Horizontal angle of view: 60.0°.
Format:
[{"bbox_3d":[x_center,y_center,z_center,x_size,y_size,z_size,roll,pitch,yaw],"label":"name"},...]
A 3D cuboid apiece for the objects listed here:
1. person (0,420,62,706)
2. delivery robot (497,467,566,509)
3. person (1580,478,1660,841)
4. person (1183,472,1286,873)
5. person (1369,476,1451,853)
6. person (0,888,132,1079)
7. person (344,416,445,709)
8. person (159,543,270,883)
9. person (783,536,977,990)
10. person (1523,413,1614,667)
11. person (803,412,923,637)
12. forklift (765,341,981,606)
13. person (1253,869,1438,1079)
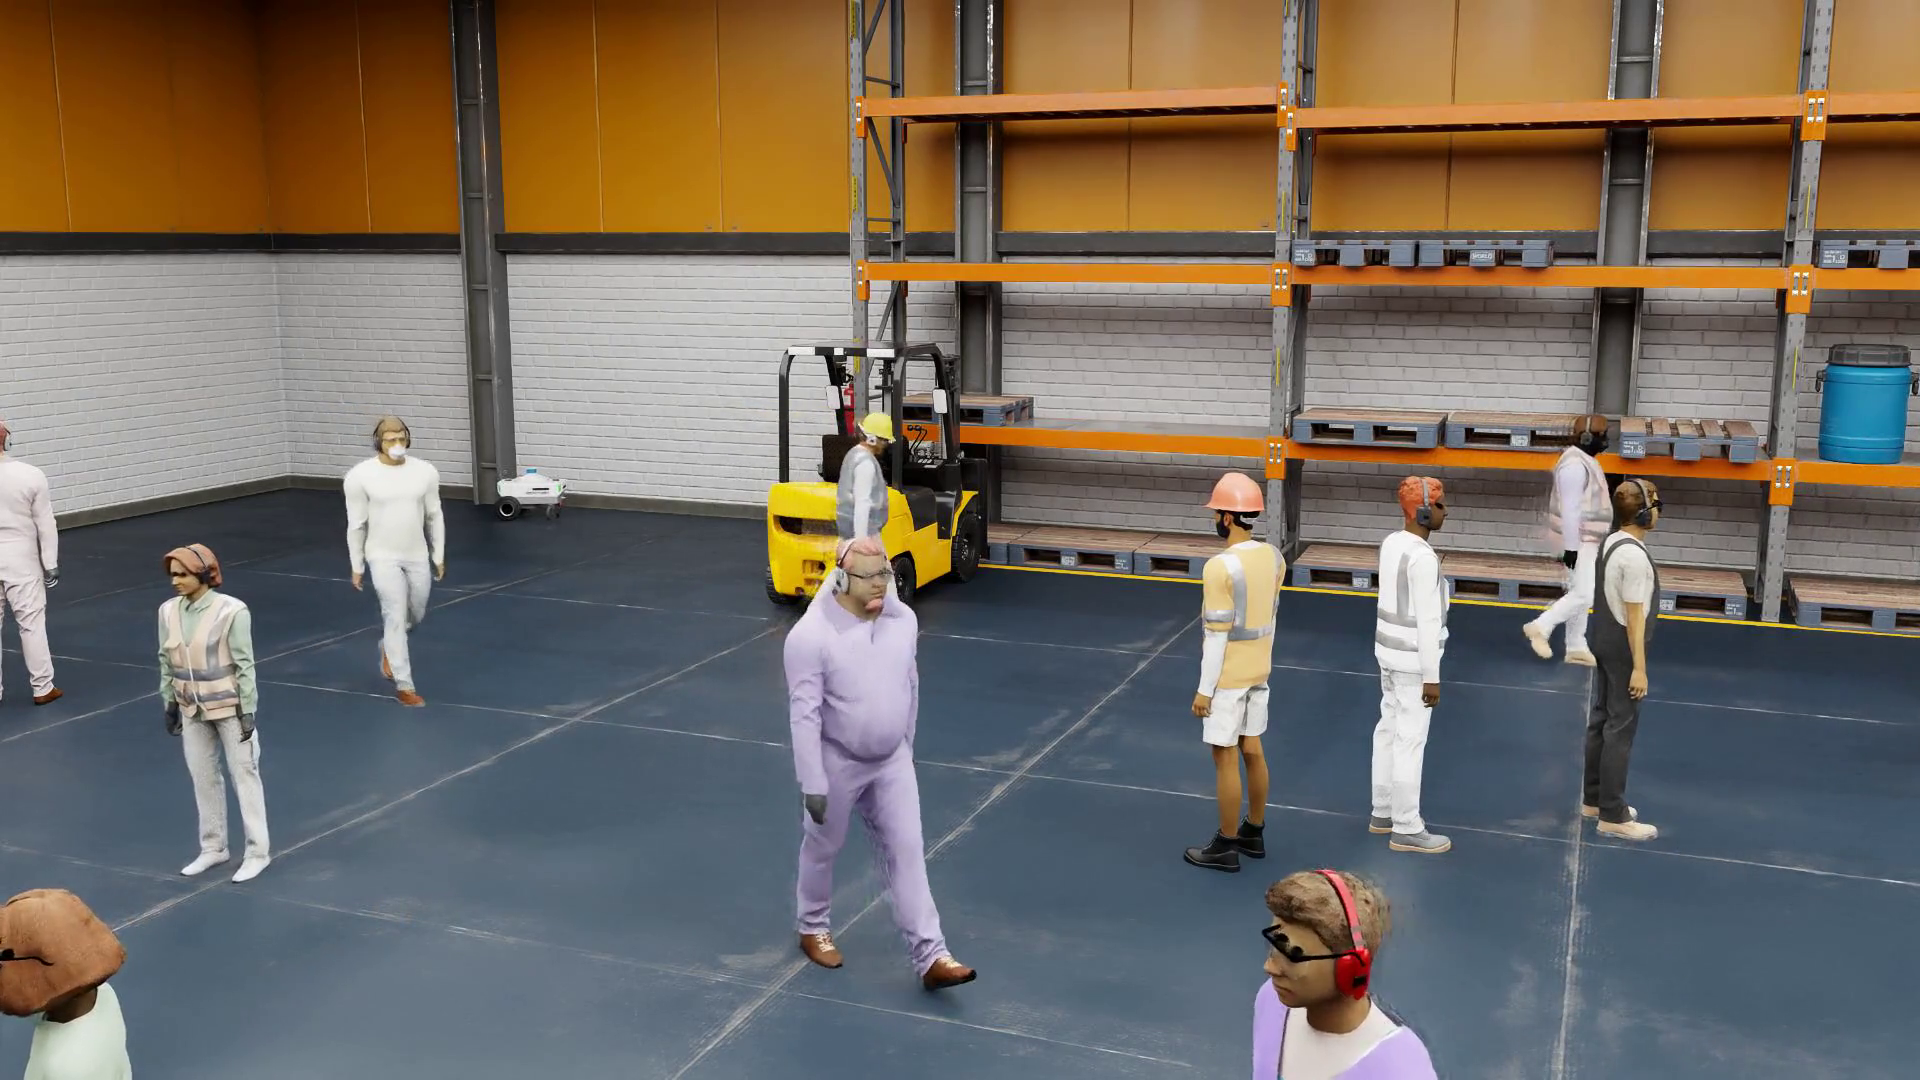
[{"bbox_3d":[-6.227,0.154,10.836,0.654,1.905,0.408,-4,11,-21],"label":"person"},{"bbox_3d":[-4.701,-0.555,18.289,0.707,0.478,0.477,-1,10,-3],"label":"delivery robot"},{"bbox_3d":[3.407,0.602,8.512,0.341,1.846,0.510,1,10,4],"label":"person"},{"bbox_3d":[1.319,0.638,8.054,0.355,1.938,0.545,9,14,42],"label":"person"},{"bbox_3d":[2.265,0.615,8.334,0.354,1.883,0.576,-1,10,-7],"label":"person"},{"bbox_3d":[-1.968,1.562,3.755,0.283,1.631,0.503,-5,11,-25],"label":"person"},{"bbox_3d":[-3.776,0.111,11.091,0.635,1.916,0.861,-8,13,-39],"label":"person"},{"bbox_3d":[-3.555,0.818,7.919,0.521,1.631,0.319,3,11,17],"label":"person"},{"bbox_3d":[-0.366,0.914,6.740,0.674,1.855,0.988,-7,12,-35],"label":"person"},{"bbox_3d":[4.394,0.007,11.866,0.482,1.829,0.649,6,12,29],"label":"person"},{"bbox_3d":[-0.794,-0.094,12.648,0.941,1.761,0.658,-3,11,-15],"label":"person"},{"bbox_3d":[-0.739,-0.602,14.246,1.214,2.155,2.313,4,11,21],"label":"forklift"},{"bbox_3d":[0.753,1.534,3.360,0.615,1.830,0.593,-4,11,-19],"label":"person"}]
